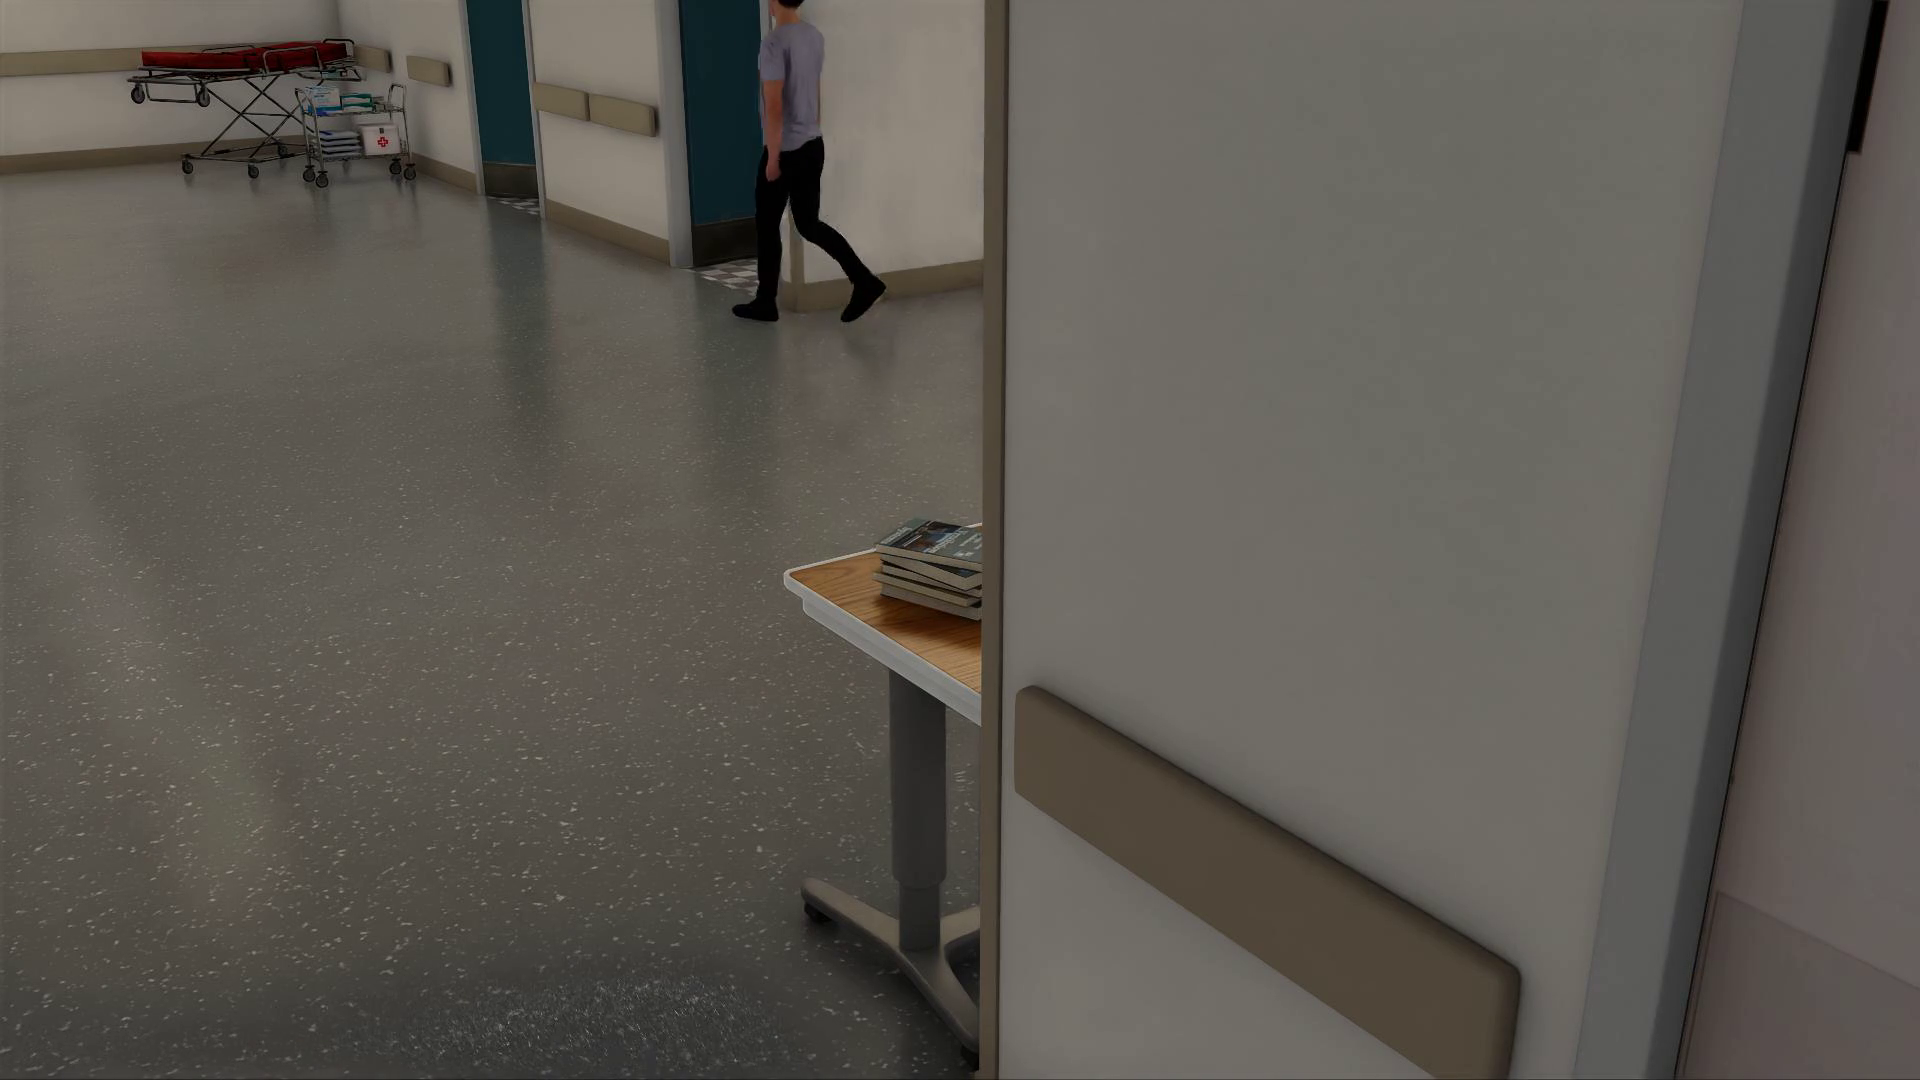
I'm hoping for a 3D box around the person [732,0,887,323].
[{"bbox_3d":[-0.794,-2.032,8.783,1.243,1.827,1.038,9,23,23],"label":"person"}]
